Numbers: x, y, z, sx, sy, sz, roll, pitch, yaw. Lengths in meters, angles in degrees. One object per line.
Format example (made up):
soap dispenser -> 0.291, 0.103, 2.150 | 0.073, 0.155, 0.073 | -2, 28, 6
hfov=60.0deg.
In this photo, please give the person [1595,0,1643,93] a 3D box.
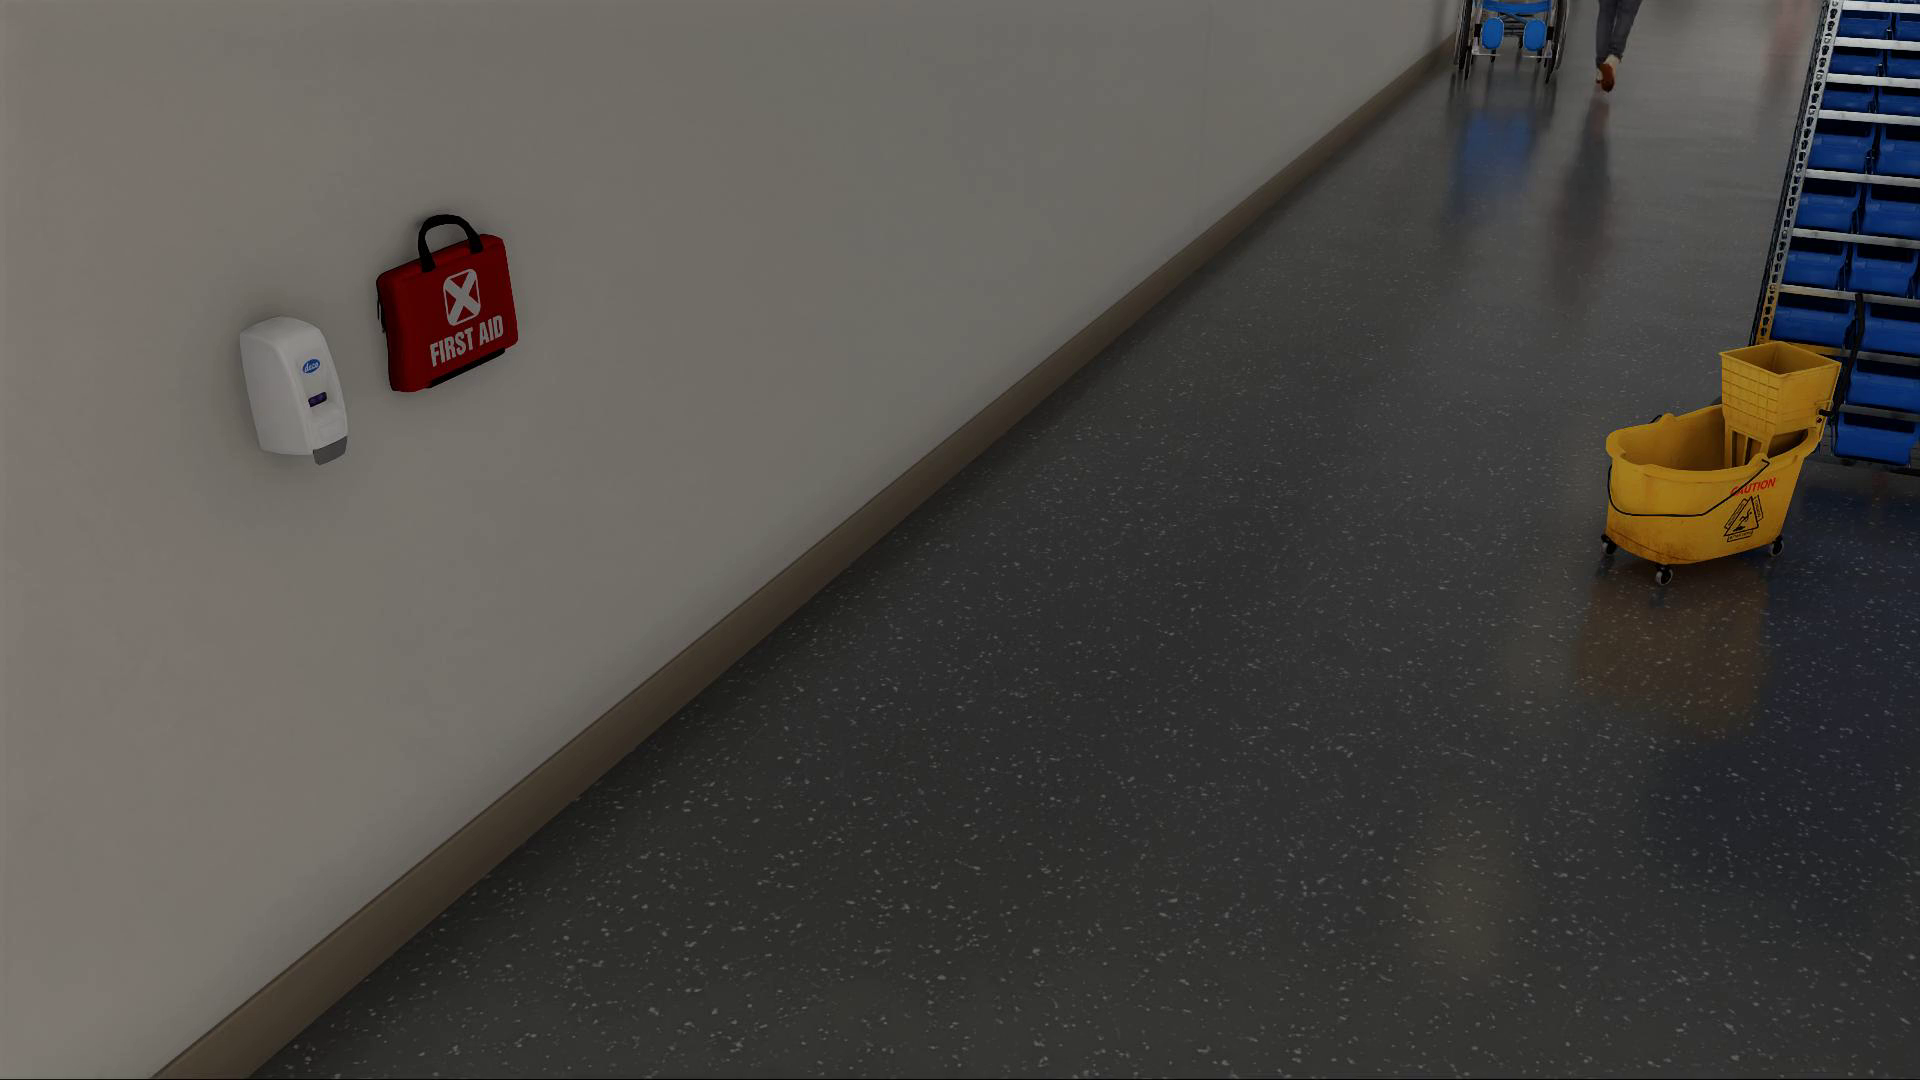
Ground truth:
person -> 4.961, -4.309, 12.445 | 1.097, 1.868, 0.734 | 12, 28, 24
